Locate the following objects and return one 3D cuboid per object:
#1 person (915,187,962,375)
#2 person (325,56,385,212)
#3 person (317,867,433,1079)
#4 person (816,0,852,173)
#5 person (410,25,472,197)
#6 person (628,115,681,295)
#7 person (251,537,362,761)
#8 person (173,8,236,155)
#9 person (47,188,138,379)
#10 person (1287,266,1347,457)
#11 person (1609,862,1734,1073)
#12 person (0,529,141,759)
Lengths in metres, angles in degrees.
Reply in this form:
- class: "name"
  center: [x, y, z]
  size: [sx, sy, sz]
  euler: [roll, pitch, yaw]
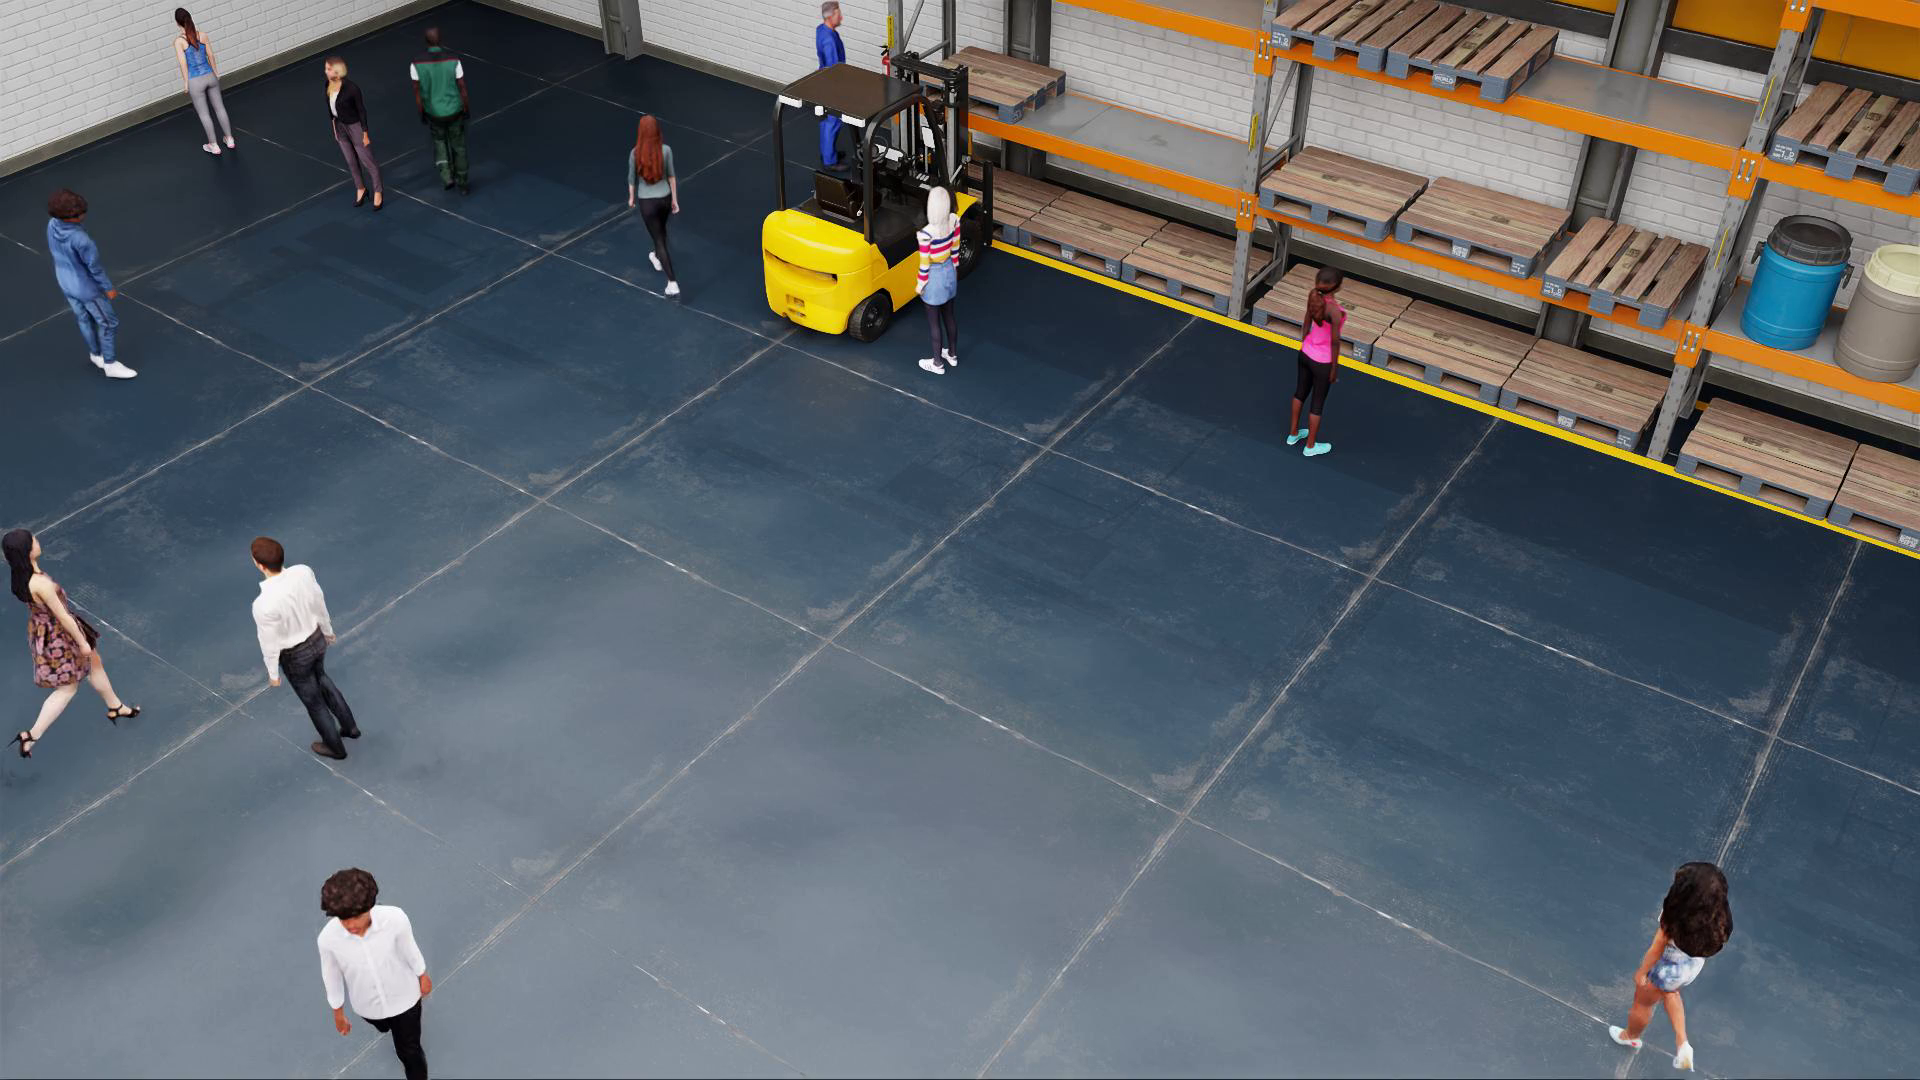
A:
- class: "person"
  center: [-0.179, -2.303, 14.699]
  size: [0.575, 1.808, 0.688]
  euler: [32, 48, 33]
- class: "person"
  center: [-6.272, -4.207, 17.194]
  size: [0.531, 1.670, 0.692]
  euler: [16, 41, 19]
- class: "person"
  center: [-3.099, 2.346, 8.908]
  size: [1.097, 1.770, 1.221]
  euler: [-10, 40, -12]
- class: "person"
  center: [-1.397, -4.912, 17.952]
  size: [0.843, 1.826, 0.772]
  euler: [-7, 39, -9]
- class: "person"
  center: [-5.367, -4.426, 17.339]
  size: [0.868, 1.832, 0.928]
  euler: [-7, 39, -9]
- class: "person"
  center: [-2.878, -3.147, 15.840]
  size: [0.987, 1.702, 1.247]
  euler: [-17, 42, -20]
- class: "person"
  center: [-4.213, 0.747, 10.835]
  size: [0.702, 1.864, 0.741]
  euler: [15, 41, 18]
- class: "person"
  center: [-8.357, -5.063, 18.314]
  size: [0.538, 1.609, 0.575]
  euler: [26, 46, 29]
- class: "person"
  center: [-7.809, -2.289, 14.696]
  size: [0.550, 1.789, 0.898]
  euler: [9, 40, 11]
- class: "person"
  center: [2.946, -1.491, 13.751]
  size: [0.711, 1.722, 0.618]
  euler: [-18, 42, -21]
- class: "person"
  center: [3.909, 2.359, 9.016]
  size: [0.743, 1.615, 0.847]
  euler: [-18, 42, -21]
- class: "person"
  center: [-6.000, 0.720, 10.959]
  size: [1.015, 1.751, 0.696]
  euler: [27, 46, 29]
